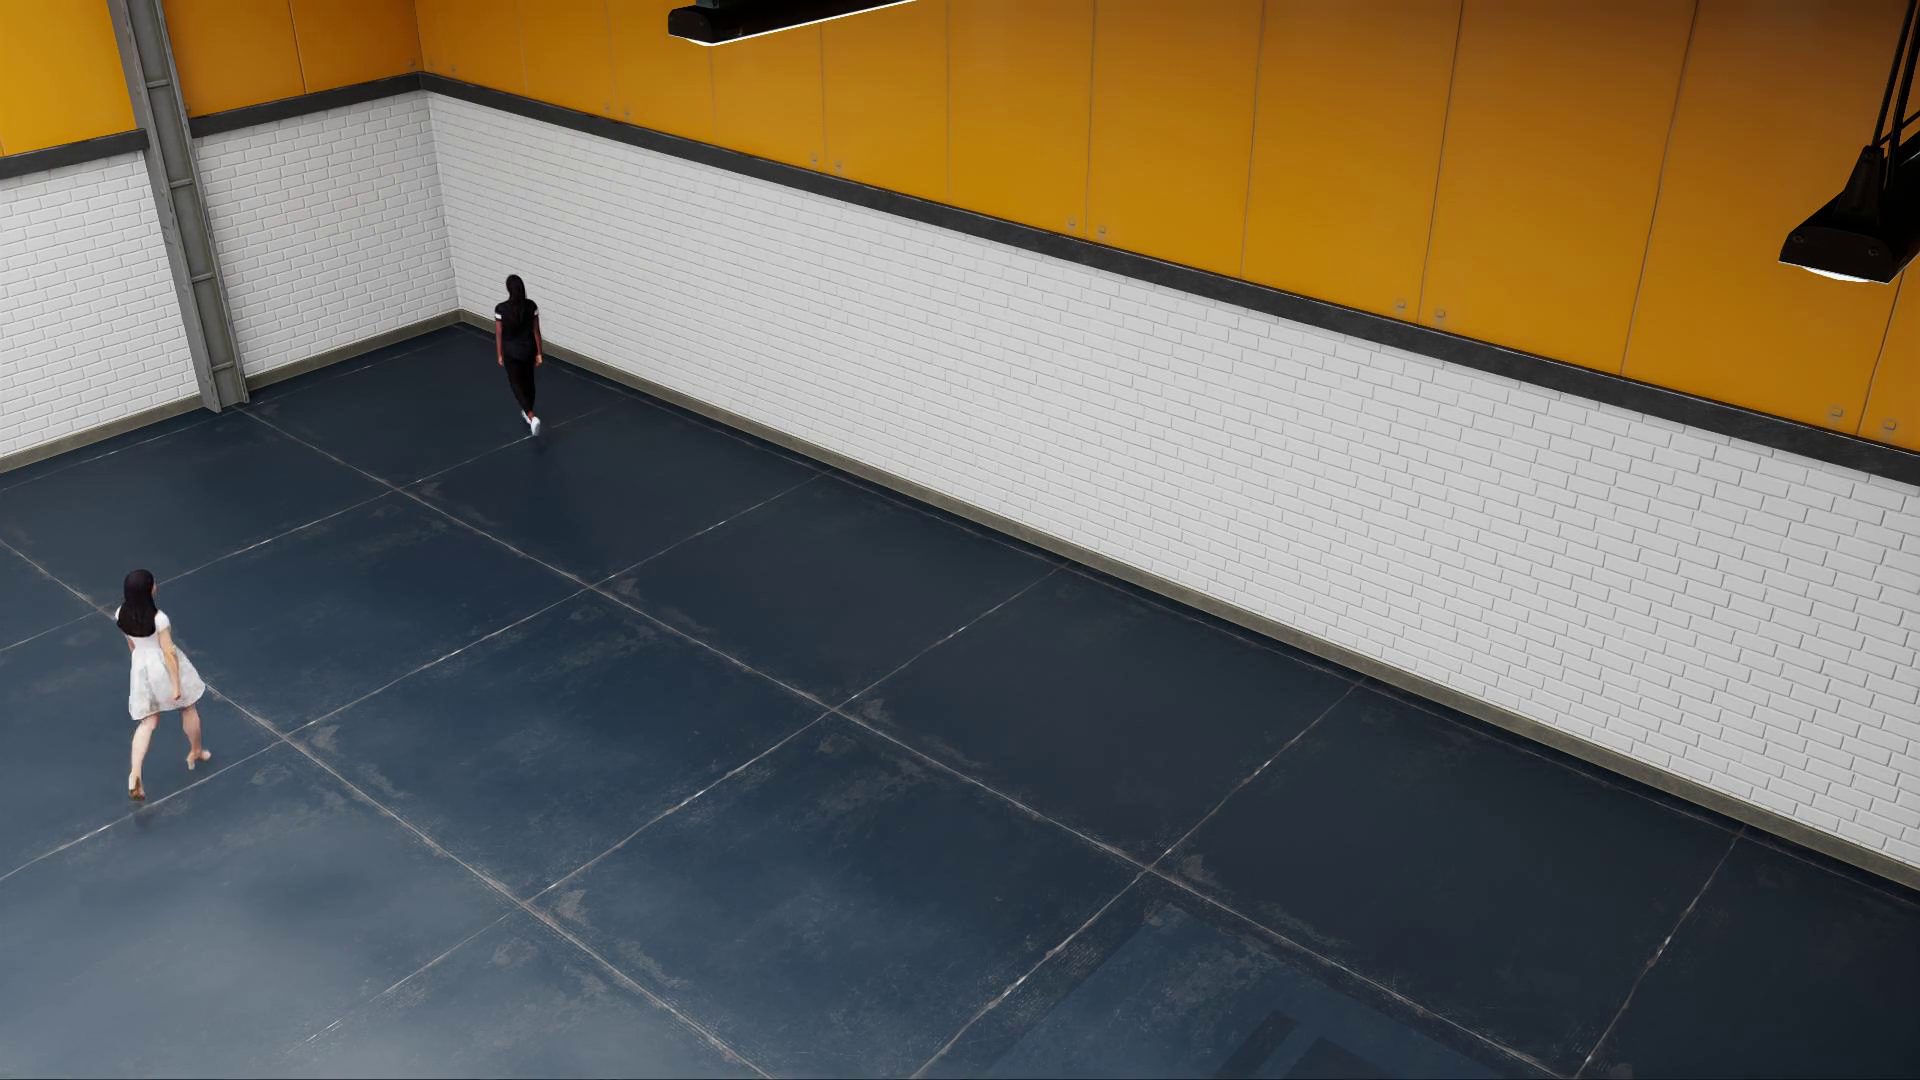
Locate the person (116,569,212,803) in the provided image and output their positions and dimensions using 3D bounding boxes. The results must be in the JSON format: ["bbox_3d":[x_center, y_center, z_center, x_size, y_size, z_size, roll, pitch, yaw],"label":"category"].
[{"bbox_3d":[-5.758,1.060,11.838,0.993,1.745,1.179,4,29,7],"label":"person"}]

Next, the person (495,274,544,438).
[{"bbox_3d":[-4.553,-1.904,17.307,1.099,1.710,0.927,-15,32,-26],"label":"person"}]
